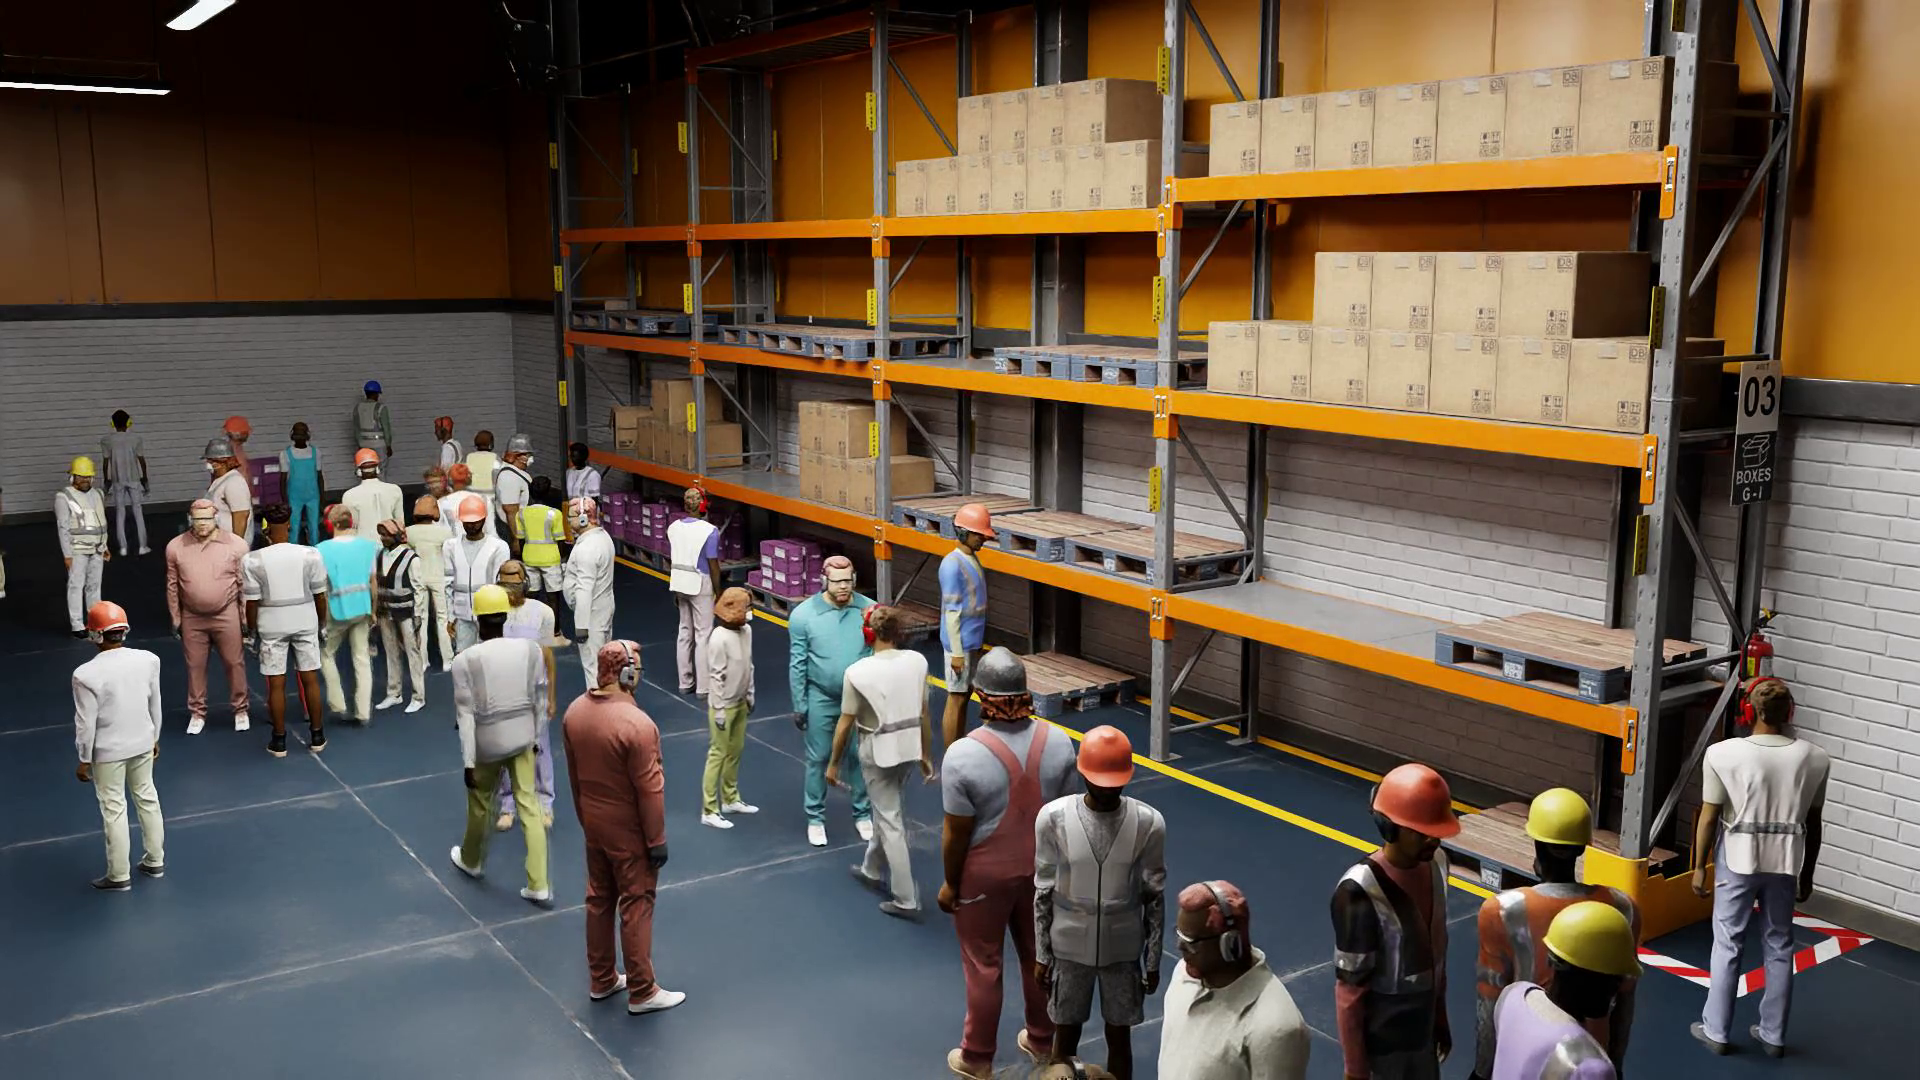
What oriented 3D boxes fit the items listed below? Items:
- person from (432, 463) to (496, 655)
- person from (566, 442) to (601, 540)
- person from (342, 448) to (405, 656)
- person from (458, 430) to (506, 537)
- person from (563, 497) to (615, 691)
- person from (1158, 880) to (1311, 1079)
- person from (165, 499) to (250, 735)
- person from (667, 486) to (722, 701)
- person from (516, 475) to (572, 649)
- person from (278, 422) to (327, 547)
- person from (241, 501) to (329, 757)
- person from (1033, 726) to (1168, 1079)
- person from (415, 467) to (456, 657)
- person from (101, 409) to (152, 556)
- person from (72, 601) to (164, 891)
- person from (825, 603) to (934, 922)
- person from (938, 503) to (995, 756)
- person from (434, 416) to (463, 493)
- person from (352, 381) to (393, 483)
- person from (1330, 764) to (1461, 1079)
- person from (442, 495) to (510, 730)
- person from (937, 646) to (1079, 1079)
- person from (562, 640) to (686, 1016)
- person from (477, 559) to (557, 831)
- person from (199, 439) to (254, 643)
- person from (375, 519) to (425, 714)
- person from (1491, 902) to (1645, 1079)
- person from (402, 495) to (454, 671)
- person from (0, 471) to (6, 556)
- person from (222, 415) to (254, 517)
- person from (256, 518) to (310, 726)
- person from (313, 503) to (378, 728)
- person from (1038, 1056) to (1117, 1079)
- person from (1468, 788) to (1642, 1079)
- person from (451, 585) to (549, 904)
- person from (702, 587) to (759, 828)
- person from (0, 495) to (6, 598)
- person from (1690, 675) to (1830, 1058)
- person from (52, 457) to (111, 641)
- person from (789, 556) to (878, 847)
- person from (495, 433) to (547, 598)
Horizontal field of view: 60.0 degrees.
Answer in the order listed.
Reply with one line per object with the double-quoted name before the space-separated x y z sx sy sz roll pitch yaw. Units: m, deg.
"person" -4.745 0.196 15.797 0.606 1.848 0.828 -7 12 -35
"person" -4.338 -0.289 19.145 0.527 1.690 0.318 7 12 36
"person" -5.602 0.115 15.909 0.611 1.985 0.393 -9 13 -43
"person" -5.398 -0.339 19.013 0.641 1.836 0.429 0 10 2
"person" -2.968 0.600 13.319 0.399 1.900 0.644 0 10 0
"person" 0.802 1.982 5.226 0.401 1.895 0.653 -4 10 -23
"person" -5.969 0.613 13.257 0.643 1.899 0.396 -2 10 -13
"person" -2.286 0.462 14.306 0.565 1.839 0.389 8 12 38
"person" -4.042 0.220 16.136 0.535 1.697 0.318 3 10 18
"person" -7.859 -0.497 19.913 0.508 1.842 0.332 -6 12 -34
"person" -5.135 0.675 12.694 0.602 1.958 0.369 -5 11 -29
"person" 0.576 1.690 6.858 0.548 1.926 0.387 0 10 2
"person" -4.917 0.199 15.909 0.577 1.795 0.809 -1 10 -8
"person" -10.640 -0.729 21.215 0.534 1.864 0.310 -4 10 -22
"person" -5.078 1.232 10.030 0.329 1.751 0.566 5 11 26
"person" -0.516 1.254 9.694 0.578 1.808 0.866 -9 13 -42
"person" 0.059 0.741 12.091 0.392 2.034 0.605 2 10 14
"person" -6.194 -0.565 20.223 0.361 1.877 0.585 -1 10 -8
"person" -8.857 -1.437 25.158 0.604 1.937 0.403 3 10 15
"person" 1.591 1.781 6.023 0.613 2.028 0.409 -9 13 -42
"person" -3.860 0.590 13.315 0.542 1.928 0.395 1 10 4
"person" 0.173 1.485 7.699 0.674 2.000 0.535 -5 11 -27
"person" -1.691 1.437 8.394 0.640 1.904 0.409 8 12 38
"person" -2.918 1.026 11.012 0.501 1.839 0.341 -1 10 -6
"person" -7.229 0.012 16.350 0.536 2.000 0.688 -6 11 -32
"person" -4.694 0.630 13.899 0.523 1.638 0.310 4 11 24
"person" 1.810 2.005 5.039 0.396 1.912 0.588 -1 10 -8
"person" -4.850 0.400 15.262 0.497 1.633 0.279 1 10 5
"person" -12.407 -0.761 21.046 0.616 1.987 0.405 2 10 10
"person" -8.335 -0.459 19.260 0.396 1.991 0.623 -9 13 -43
"person" -5.514 0.631 13.521 0.524 1.769 0.314 -5 11 -26
"person" -5.009 0.608 13.475 0.612 1.819 0.608 8 13 40
"person" 0.216 2.181 4.149 1.072 1.860 0.639 -2 10 -11
"person" 2.114 1.834 5.981 0.589 1.928 0.386 -1 10 -4
"person" -2.749 1.192 9.916 0.591 1.870 0.999 -8 12 -38
"person" -1.533 1.108 11.161 0.322 1.623 0.511 4 10 21
"person" -10.850 -0.142 18.445 0.497 1.633 0.283 3 10 14
"person" 3.776 1.558 7.872 0.562 1.837 0.388 1 10 5
"person" -8.716 0.076 16.593 0.404 1.829 0.591 2 10 14
"person" -0.775 1.035 10.771 0.647 1.899 0.400 -3 10 -16
"person" -4.433 -0.083 16.906 0.535 2.000 0.681 -1 10 -7
